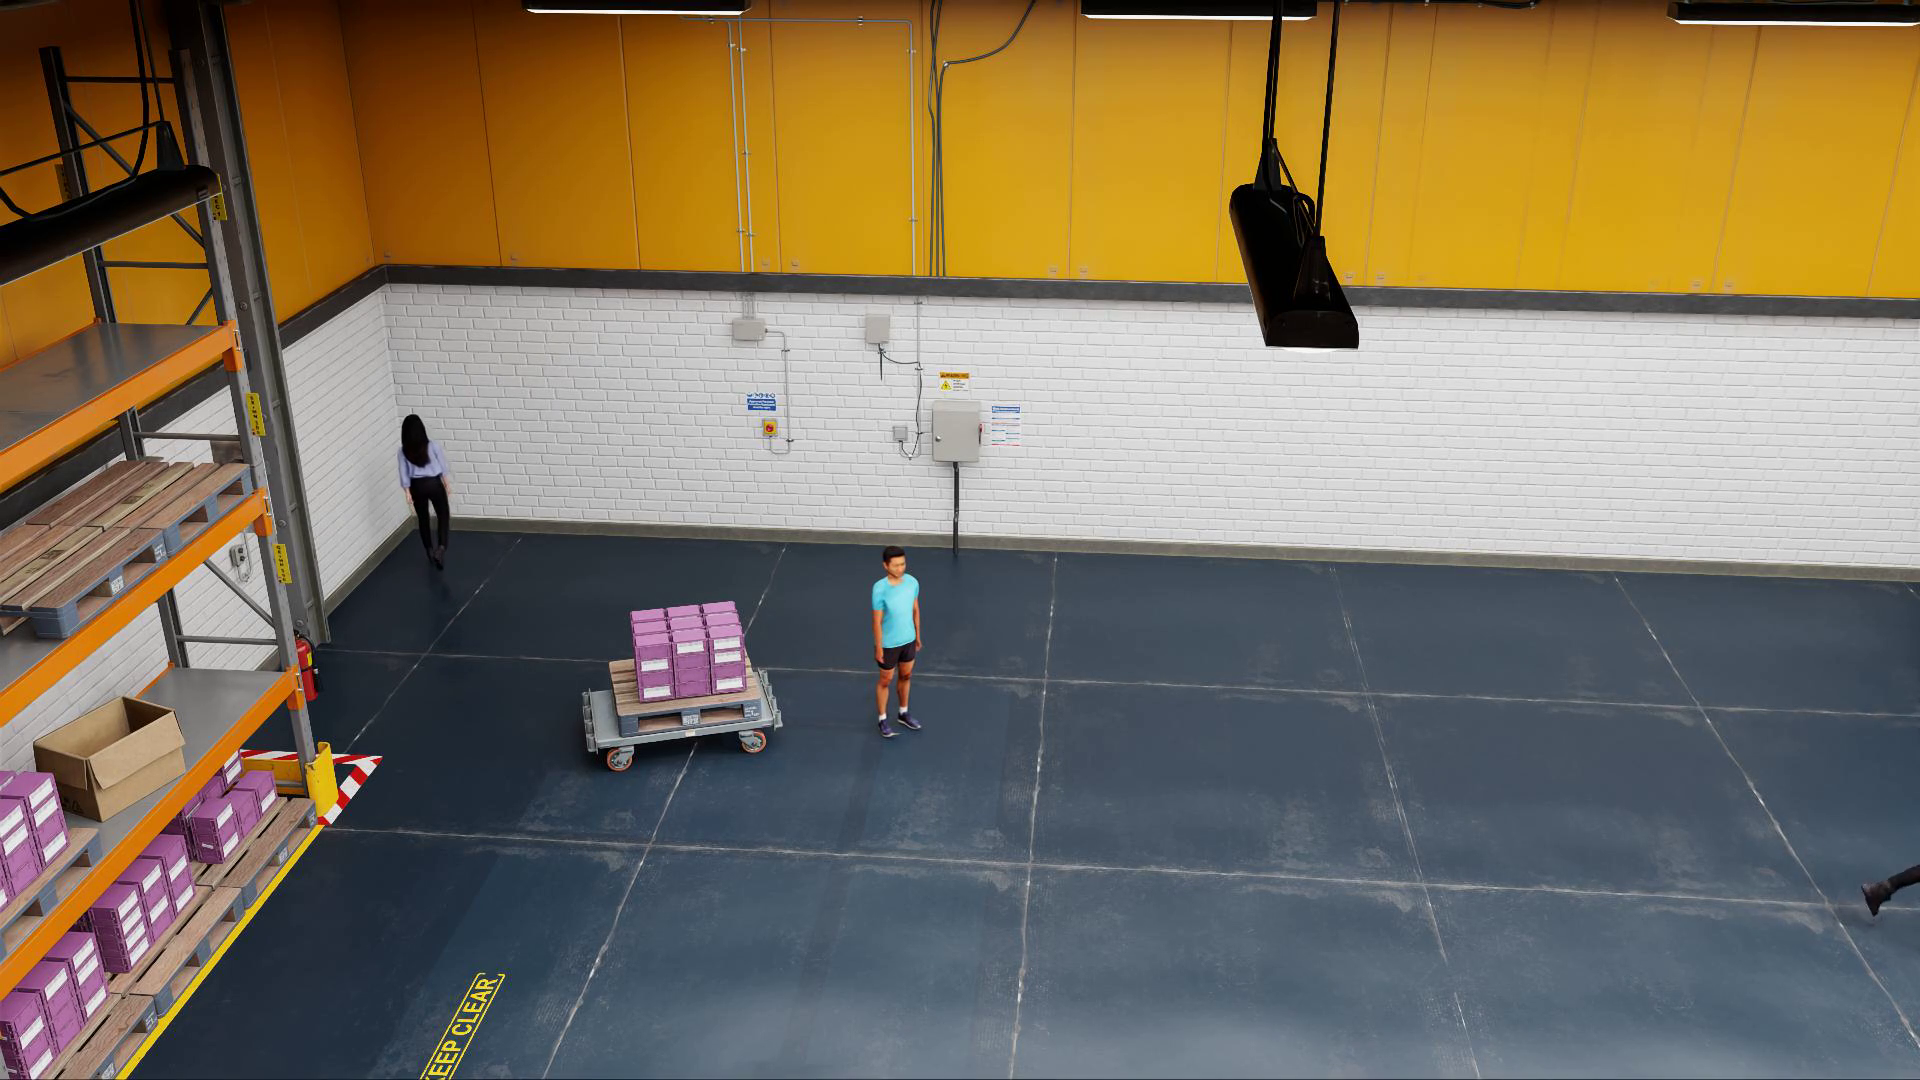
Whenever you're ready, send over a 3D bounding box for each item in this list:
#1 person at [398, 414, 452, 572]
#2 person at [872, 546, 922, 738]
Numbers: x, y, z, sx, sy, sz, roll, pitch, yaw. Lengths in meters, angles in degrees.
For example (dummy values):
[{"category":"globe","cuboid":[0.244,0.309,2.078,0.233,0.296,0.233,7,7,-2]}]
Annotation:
[{"category":"person","cuboid":[-5.607,-0.473,17.525,0.830,1.728,1.053,-5,24,-12]},{"category":"person","cuboid":[-0.562,0.861,14.420,0.667,1.773,0.709,-16,28,-33]}]
